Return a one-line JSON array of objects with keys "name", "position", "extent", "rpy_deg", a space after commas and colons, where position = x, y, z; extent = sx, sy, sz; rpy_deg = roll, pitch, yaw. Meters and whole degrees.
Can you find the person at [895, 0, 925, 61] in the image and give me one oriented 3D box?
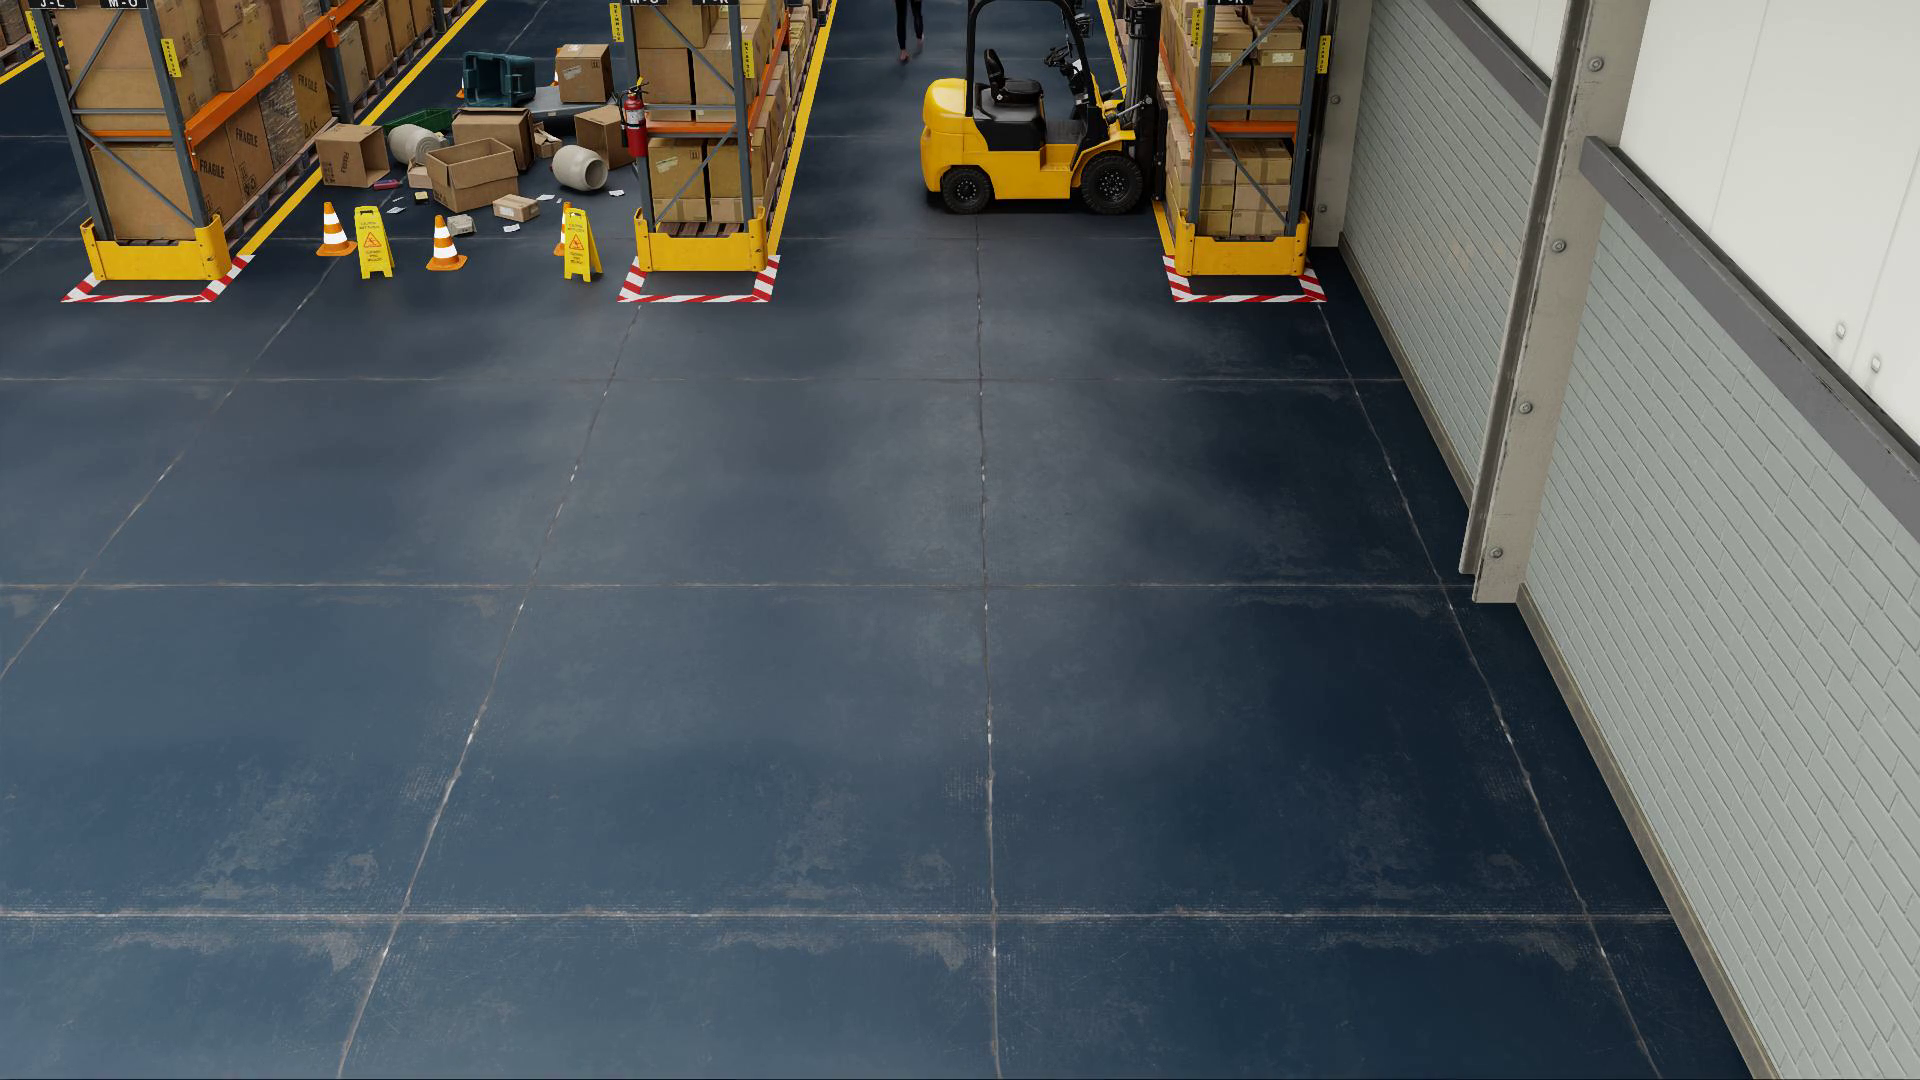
[{"name": "person", "position": [-0.676, -6.819, 20.616], "extent": [0.612, 1.707, 1.125], "rpy_deg": [3, 32, 4]}]
